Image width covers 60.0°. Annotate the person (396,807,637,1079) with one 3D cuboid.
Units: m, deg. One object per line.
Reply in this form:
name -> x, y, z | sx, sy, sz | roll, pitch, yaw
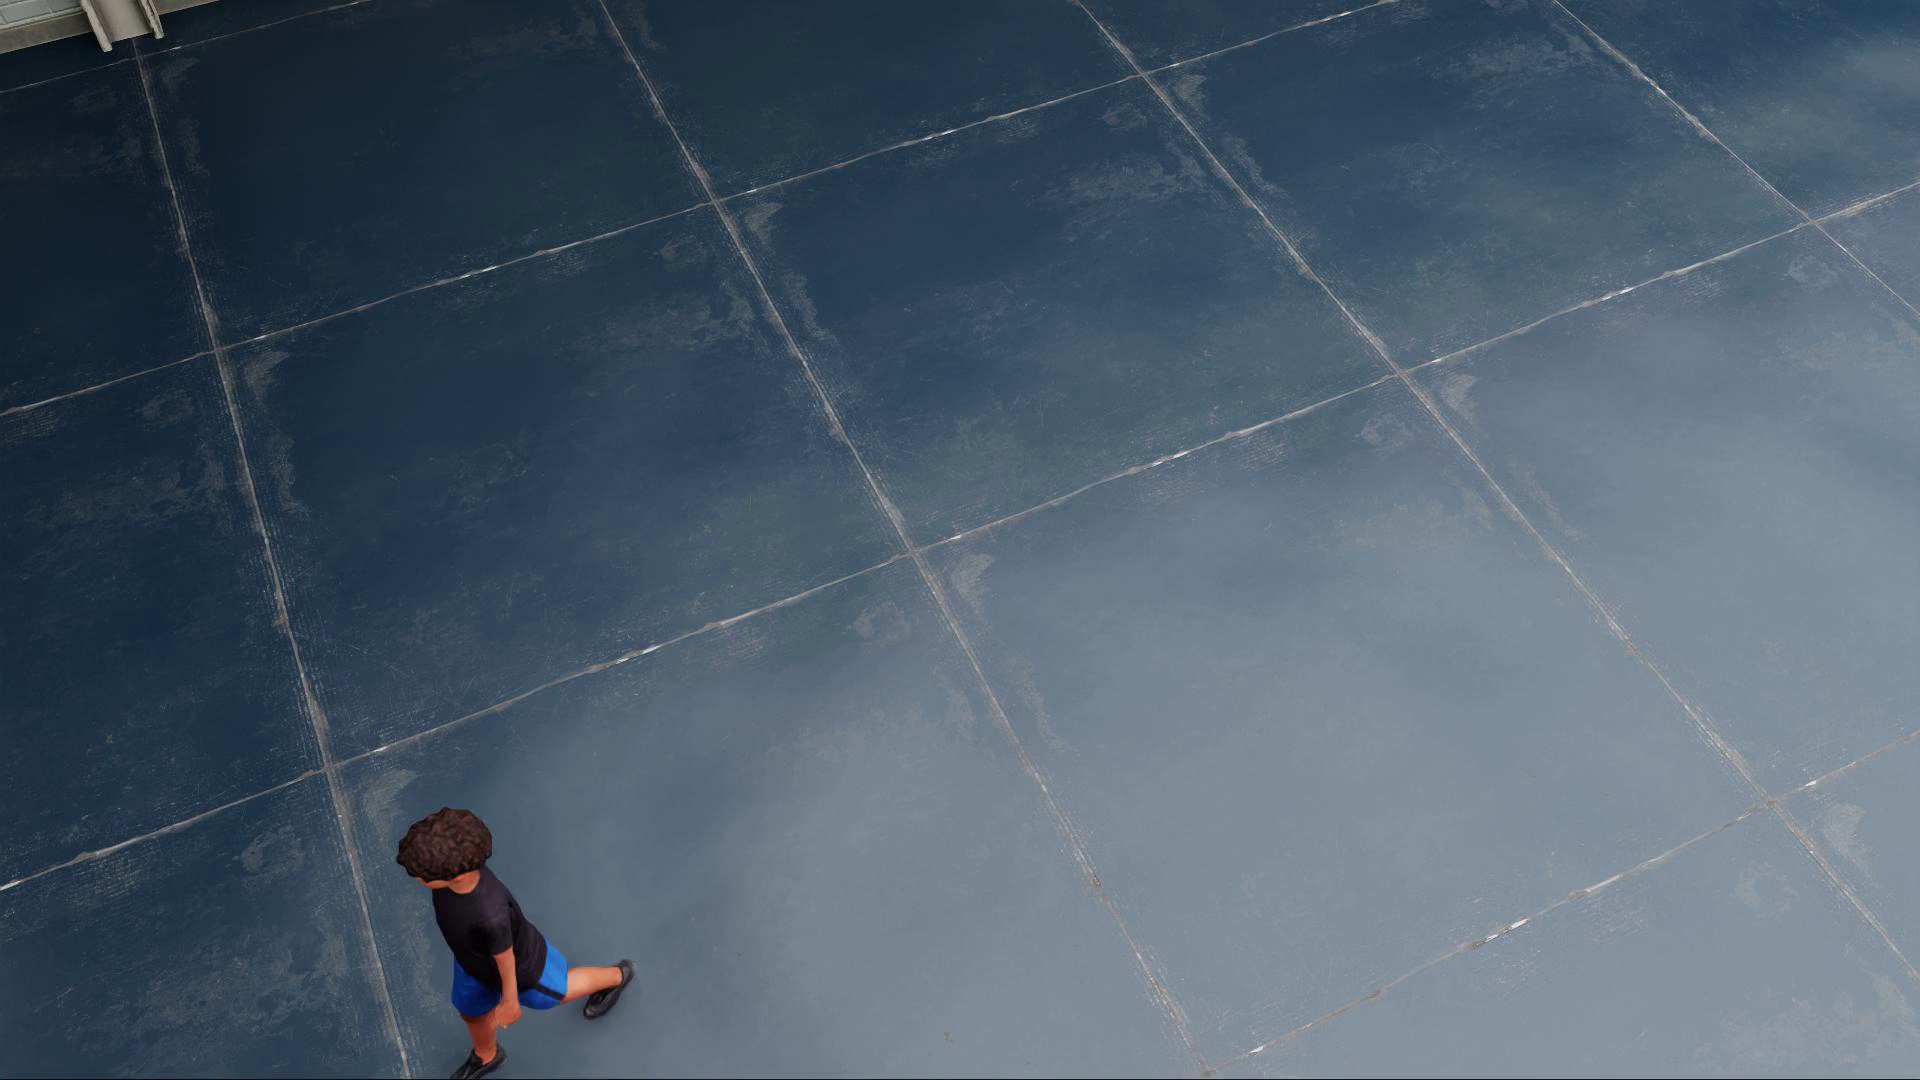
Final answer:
person -> -1.676, 1.531, 6.313 | 0.913, 1.768, 1.197 | 36, 60, 24
